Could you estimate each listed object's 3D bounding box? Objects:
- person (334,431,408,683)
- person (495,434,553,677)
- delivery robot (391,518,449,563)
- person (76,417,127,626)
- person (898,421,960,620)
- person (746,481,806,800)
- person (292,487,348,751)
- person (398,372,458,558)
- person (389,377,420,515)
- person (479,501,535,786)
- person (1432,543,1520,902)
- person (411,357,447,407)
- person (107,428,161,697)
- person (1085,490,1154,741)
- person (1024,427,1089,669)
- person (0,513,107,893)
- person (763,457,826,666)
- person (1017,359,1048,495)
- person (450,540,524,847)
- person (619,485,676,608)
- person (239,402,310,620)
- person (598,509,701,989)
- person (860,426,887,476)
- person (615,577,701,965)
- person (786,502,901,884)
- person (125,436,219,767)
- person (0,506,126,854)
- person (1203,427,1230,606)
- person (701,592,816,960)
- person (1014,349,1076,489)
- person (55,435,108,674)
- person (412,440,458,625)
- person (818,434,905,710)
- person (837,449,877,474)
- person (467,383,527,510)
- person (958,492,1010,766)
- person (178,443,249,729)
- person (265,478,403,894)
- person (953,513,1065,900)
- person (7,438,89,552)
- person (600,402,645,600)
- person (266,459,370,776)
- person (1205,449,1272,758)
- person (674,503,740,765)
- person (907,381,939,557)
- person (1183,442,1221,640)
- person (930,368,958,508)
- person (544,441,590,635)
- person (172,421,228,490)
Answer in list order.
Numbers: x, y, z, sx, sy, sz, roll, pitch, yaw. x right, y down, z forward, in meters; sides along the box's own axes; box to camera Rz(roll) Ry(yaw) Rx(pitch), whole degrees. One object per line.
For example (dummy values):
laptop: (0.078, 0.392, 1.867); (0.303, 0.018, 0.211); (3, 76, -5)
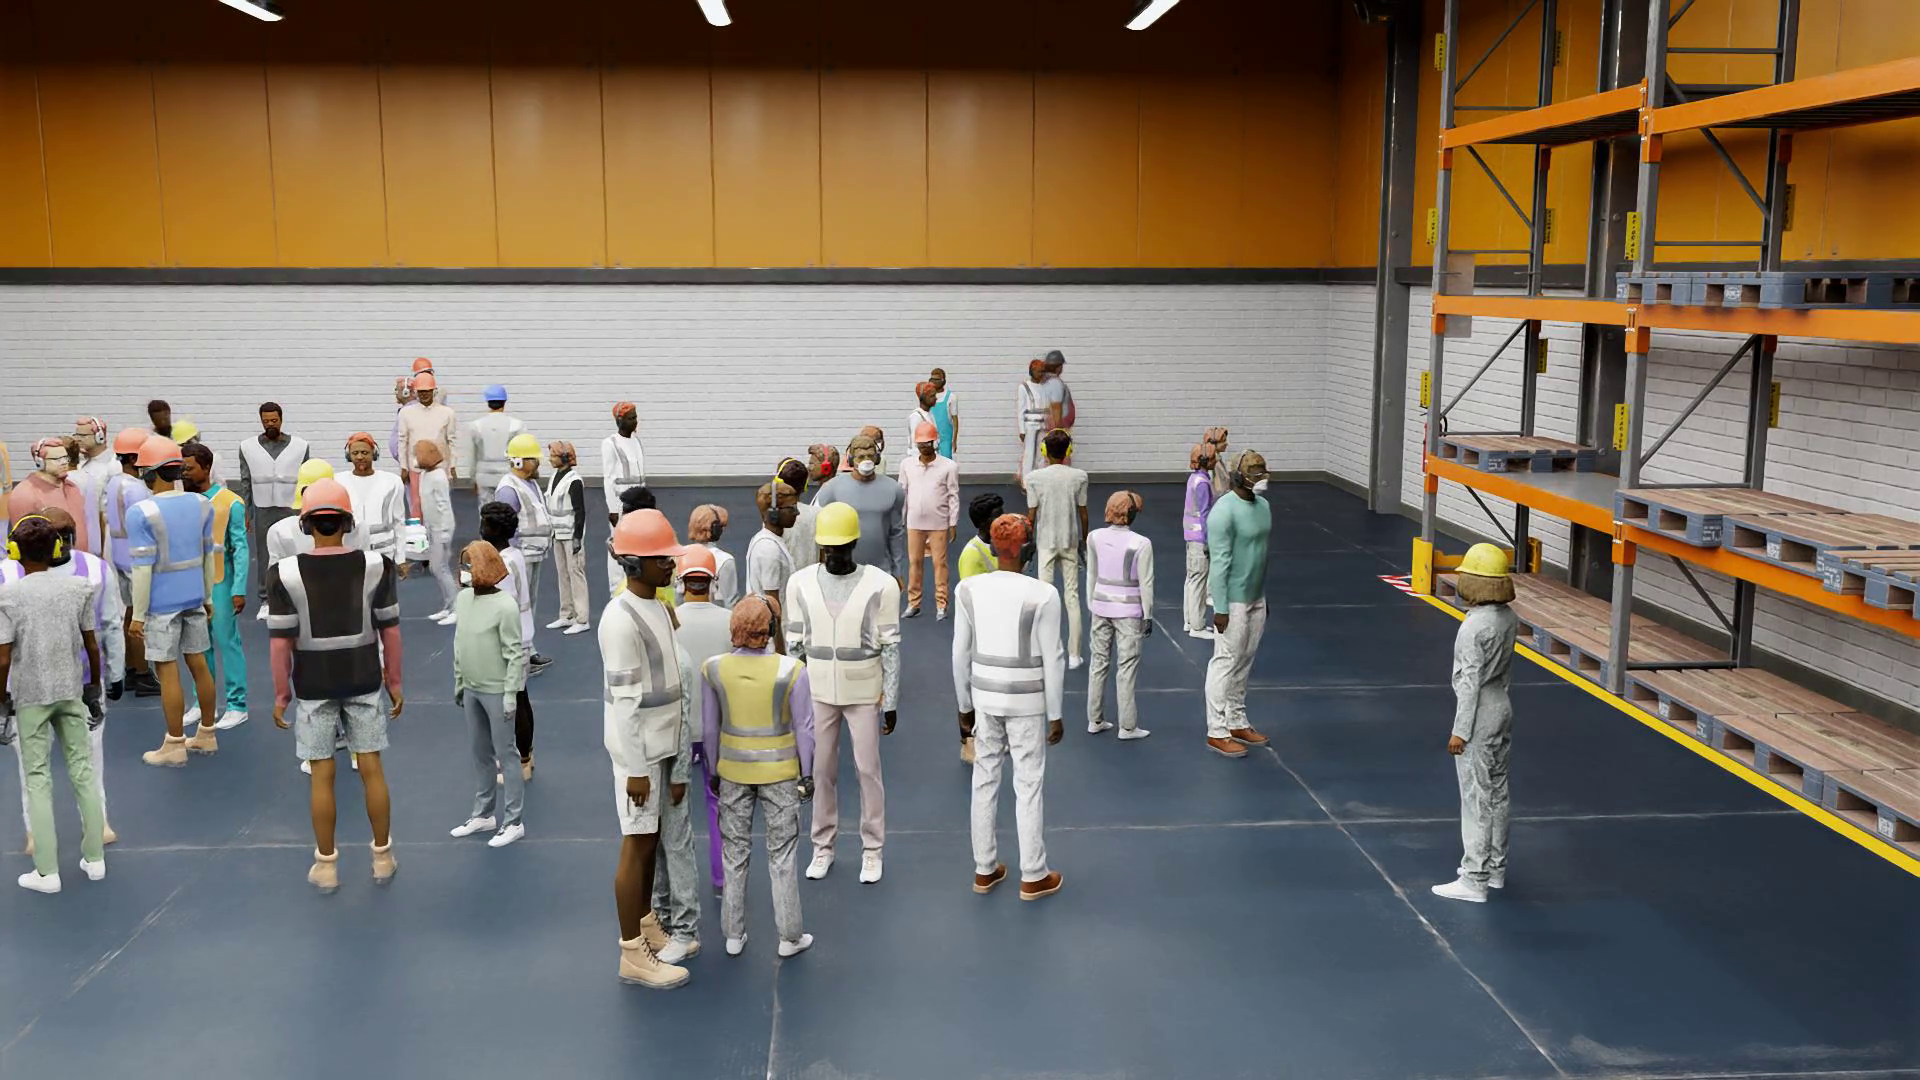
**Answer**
person: (-4.376, 0.141, 12.267); (0.573, 1.883, 0.354); (-3, 10, -19)
person: (-3.300, 0.107, 12.634); (0.403, 1.832, 0.601); (0, 9, 2)
delivery robot: (-5.517, 0.023, 16.871); (0.707, 0.478, 0.477); (7, 11, 37)
person: (-6.870, -0.029, 13.260); (0.642, 1.909, 0.410); (4, 10, 23)
person: (-0.290, -0.168, 14.609); (0.573, 1.750, 0.329); (2, 9, 14)
person: (-1.073, 0.578, 9.642); (0.351, 1.846, 0.507); (-2, 9, -10)
person: (-4.056, 0.466, 10.622); (0.523, 1.759, 0.334); (7, 11, 37)
person: (-5.676, -0.790, 17.762); (0.612, 1.995, 0.376); (-3, 10, -18)
person: (-6.063, -0.835, 18.320); (0.410, 1.909, 0.643); (-3, 9, -15)
person: (-2.701, 0.610, 9.903); (0.317, 1.695, 0.540); (-1, 9, -8)
person: (2.514, 0.878, 8.080); (0.295, 1.744, 0.489); (8, 12, 40)
person: (-6.722, -1.299, 20.960); (0.381, 1.994, 0.617); (6, 11, 32)
person: (-5.904, 0.157, 11.992); (0.360, 1.936, 0.552); (-8, 12, -41)
person: (1.035, 0.492, 10.849); (0.518, 1.634, 0.311); (7, 11, 38)
person: (0.744, 0.067, 12.770); (0.518, 1.874, 0.327); (-1, 9, -3)
person: (-4.496, 0.797, 8.189); (0.313, 1.869, 0.539); (7, 12, 38)
person: (-1.070, 0.403, 10.663); (0.329, 1.873, 0.514); (9, 13, 44)
person: (1.034, -1.541, 22.854); (0.583, 1.879, 0.365); (-8, 12, -42)
person: (-2.521, 0.809, 8.855); (0.497, 1.633, 0.283); (7, 11, 36)
person: (-2.005, 0.480, 10.741); (0.337, 1.684, 0.605); (0, 9, -2)
person: (-6.035, -0.265, 14.705); (0.591, 1.919, 0.390); (-4, 10, -22)
person: (-1.328, 0.878, 7.136); (0.370, 2.044, 0.608); (0, 9, 1)
person: (-0.852, -0.264, 15.631); (0.279, 1.628, 0.503); (7, 12, 39)
person: (-1.369, 1.000, 7.355); (0.324, 1.730, 0.489); (-9, 13, -44)
person: (-0.584, 0.758, 8.285); (0.587, 1.920, 0.396); (2, 9, 11)
person: (-4.879, 0.378, 10.277); (0.373, 2.043, 0.615); (4, 10, 21)
person: (-4.726, 0.727, 8.754); (0.642, 1.831, 0.431); (-6, 11, -35)
person: (2.324, -0.220, 15.297); (0.308, 1.640, 0.510); (3, 9, 17)
person: (-0.886, 1.046, 7.344); (0.514, 1.641, 0.307); (1, 9, 8)
person: (1.235, -1.653, 23.039); (0.892, 2.000, 0.686); (-4, 10, -24)
person: (-6.629, 0.132, 12.484); (0.357, 1.836, 0.511); (3, 10, 18)
person: (-4.549, -0.072, 14.472); (0.370, 1.607, 0.513); (-7, 11, -37)
person: (-0.673, 0.230, 11.531); (0.627, 1.940, 0.371); (-3, 10, -20)
person: (-0.752, 0.192, 12.344); (0.327, 1.753, 0.563); (-1, 9, -3)
person: (-4.643, -0.605, 16.769); (0.618, 1.942, 0.410); (-2, 9, -10)
person: (0.148, 0.544, 10.319); (0.322, 1.697, 0.535); (3, 10, 20)
person: (-5.031, 0.302, 11.143); (0.597, 1.917, 0.379); (3, 9, 17)
person: (-3.073, 0.709, 8.204); (0.615, 2.038, 0.395); (-5, 10, -28)
person: (0.243, 0.807, 8.090); (0.575, 1.883, 0.362); (5, 10, 29)
person: (-6.268, 0.239, 11.578); (0.401, 1.910, 0.641); (1, 9, 8)
person: (-3.029, -0.314, 15.127); (0.356, 1.883, 0.572); (3, 10, 19)
person: (-3.852, 0.470, 10.064); (0.590, 1.926, 0.388); (-4, 10, -24)
person: (1.776, 0.388, 10.543); (0.352, 1.937, 0.635); (7, 11, 36)
person: (-1.534, 0.597, 10.167); (0.523, 1.639, 0.308); (7, 12, 38)
person: (-0.388, -0.772, 18.000); (0.362, 1.882, 0.576); (2, 9, 14)
person: (2.014, 0.004, 13.890); (0.309, 1.641, 0.514); (0, 9, -1)
person: (-0.270, -1.286, 21.343); (0.514, 1.844, 0.327); (4, 10, 24)
person: (-3.326, -0.024, 14.066); (0.310, 1.638, 0.522); (-7, 11, -38)
person: (-6.905, -0.228, 15.072); (0.530, 1.724, 0.386); (-7, 11, -37)
